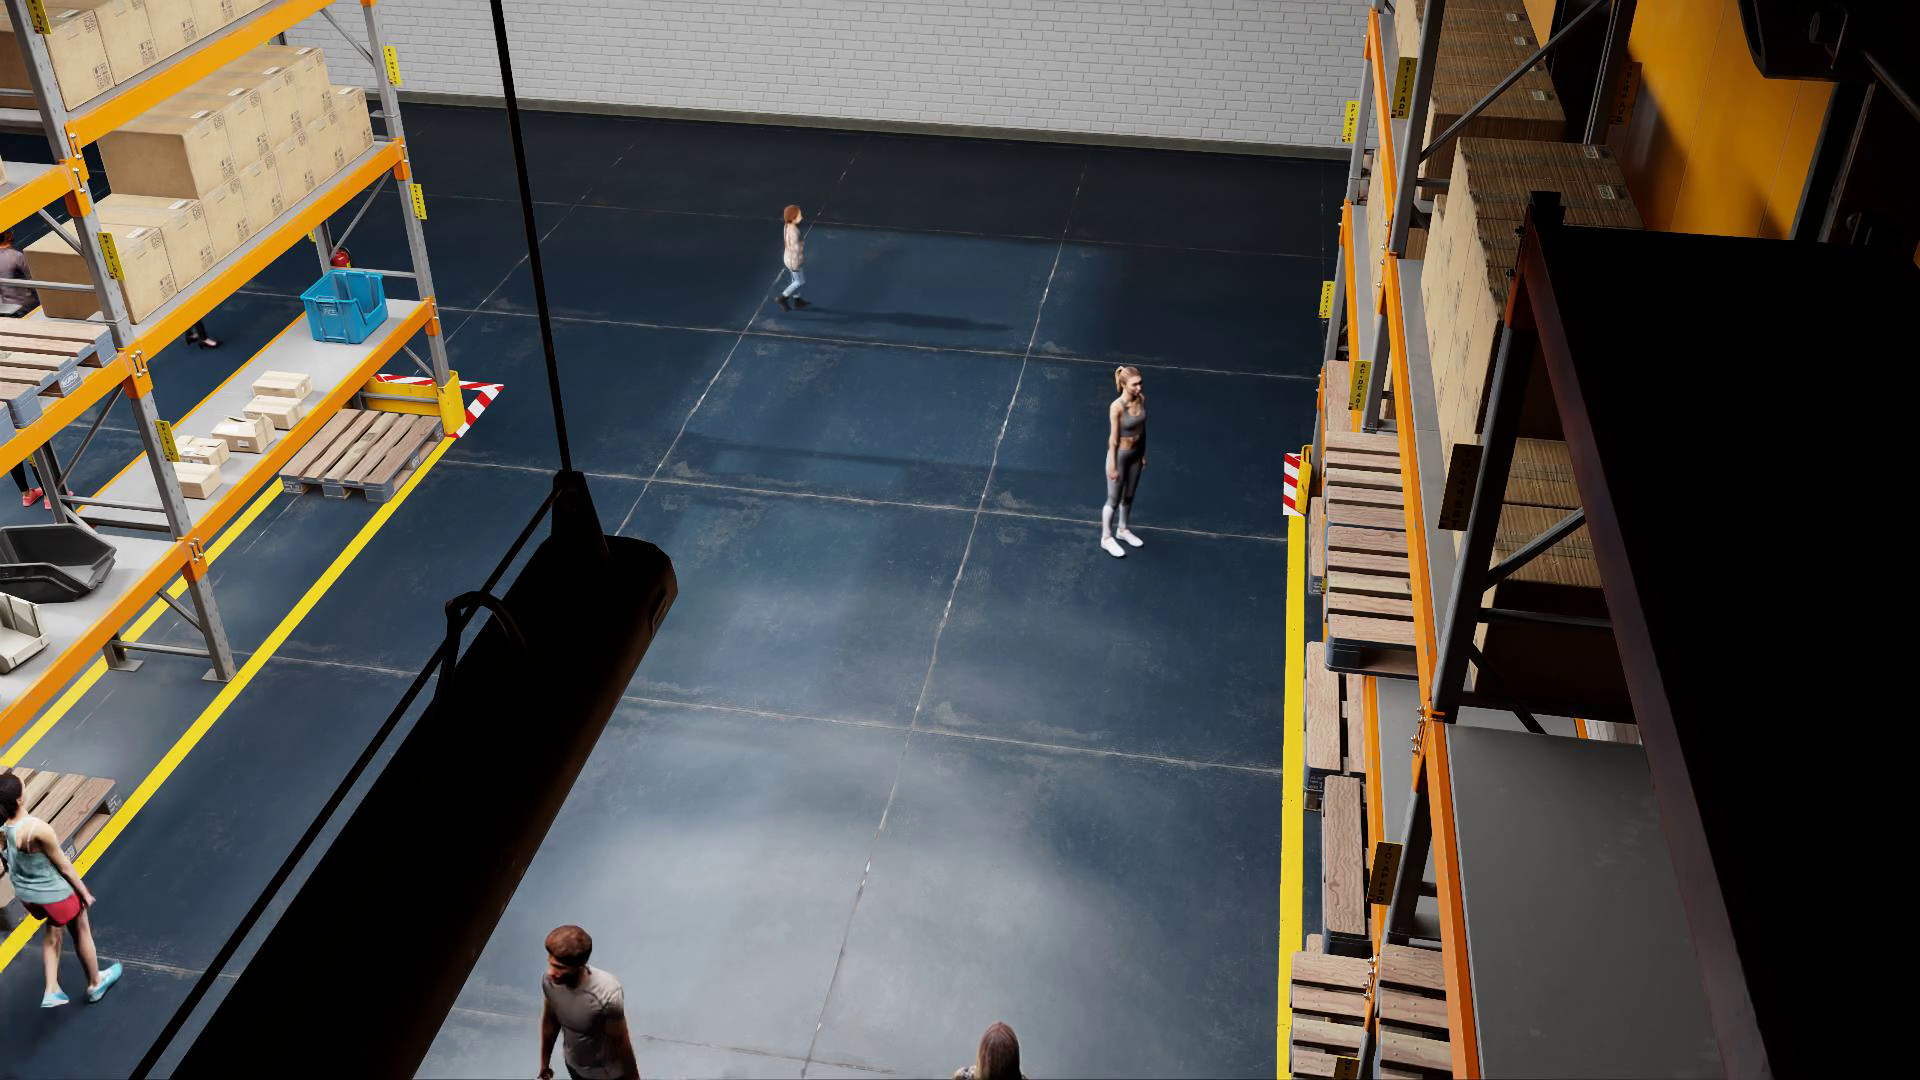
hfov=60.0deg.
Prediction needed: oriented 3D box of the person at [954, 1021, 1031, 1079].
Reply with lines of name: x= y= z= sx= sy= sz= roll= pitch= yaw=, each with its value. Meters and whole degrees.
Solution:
person: x=0.156 y=3.002 z=8.127 sx=0.544 sy=1.700 sz=0.485 roll=5 pitch=34 yaw=8

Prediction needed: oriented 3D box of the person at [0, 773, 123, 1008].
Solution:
person: x=-5.247 y=2.064 z=9.488 sx=0.608 sy=1.755 sz=0.765 roll=5 pitch=34 yaw=7

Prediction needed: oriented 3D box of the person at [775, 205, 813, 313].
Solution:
person: x=-1.798 y=-2.968 z=17.571 sx=0.686 sy=1.187 sz=0.658 roll=-10 pitch=35 yaw=-15

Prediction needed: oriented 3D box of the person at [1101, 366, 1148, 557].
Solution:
person: x=1.346 y=-0.669 z=13.647 sx=0.612 sy=1.703 sz=0.695 roll=-28 pitch=43 yaw=-35

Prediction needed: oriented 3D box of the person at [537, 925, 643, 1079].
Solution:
person: x=-1.813 y=2.615 z=8.550 sx=0.826 sy=1.875 sz=0.913 roll=18 pitch=38 yaw=25
